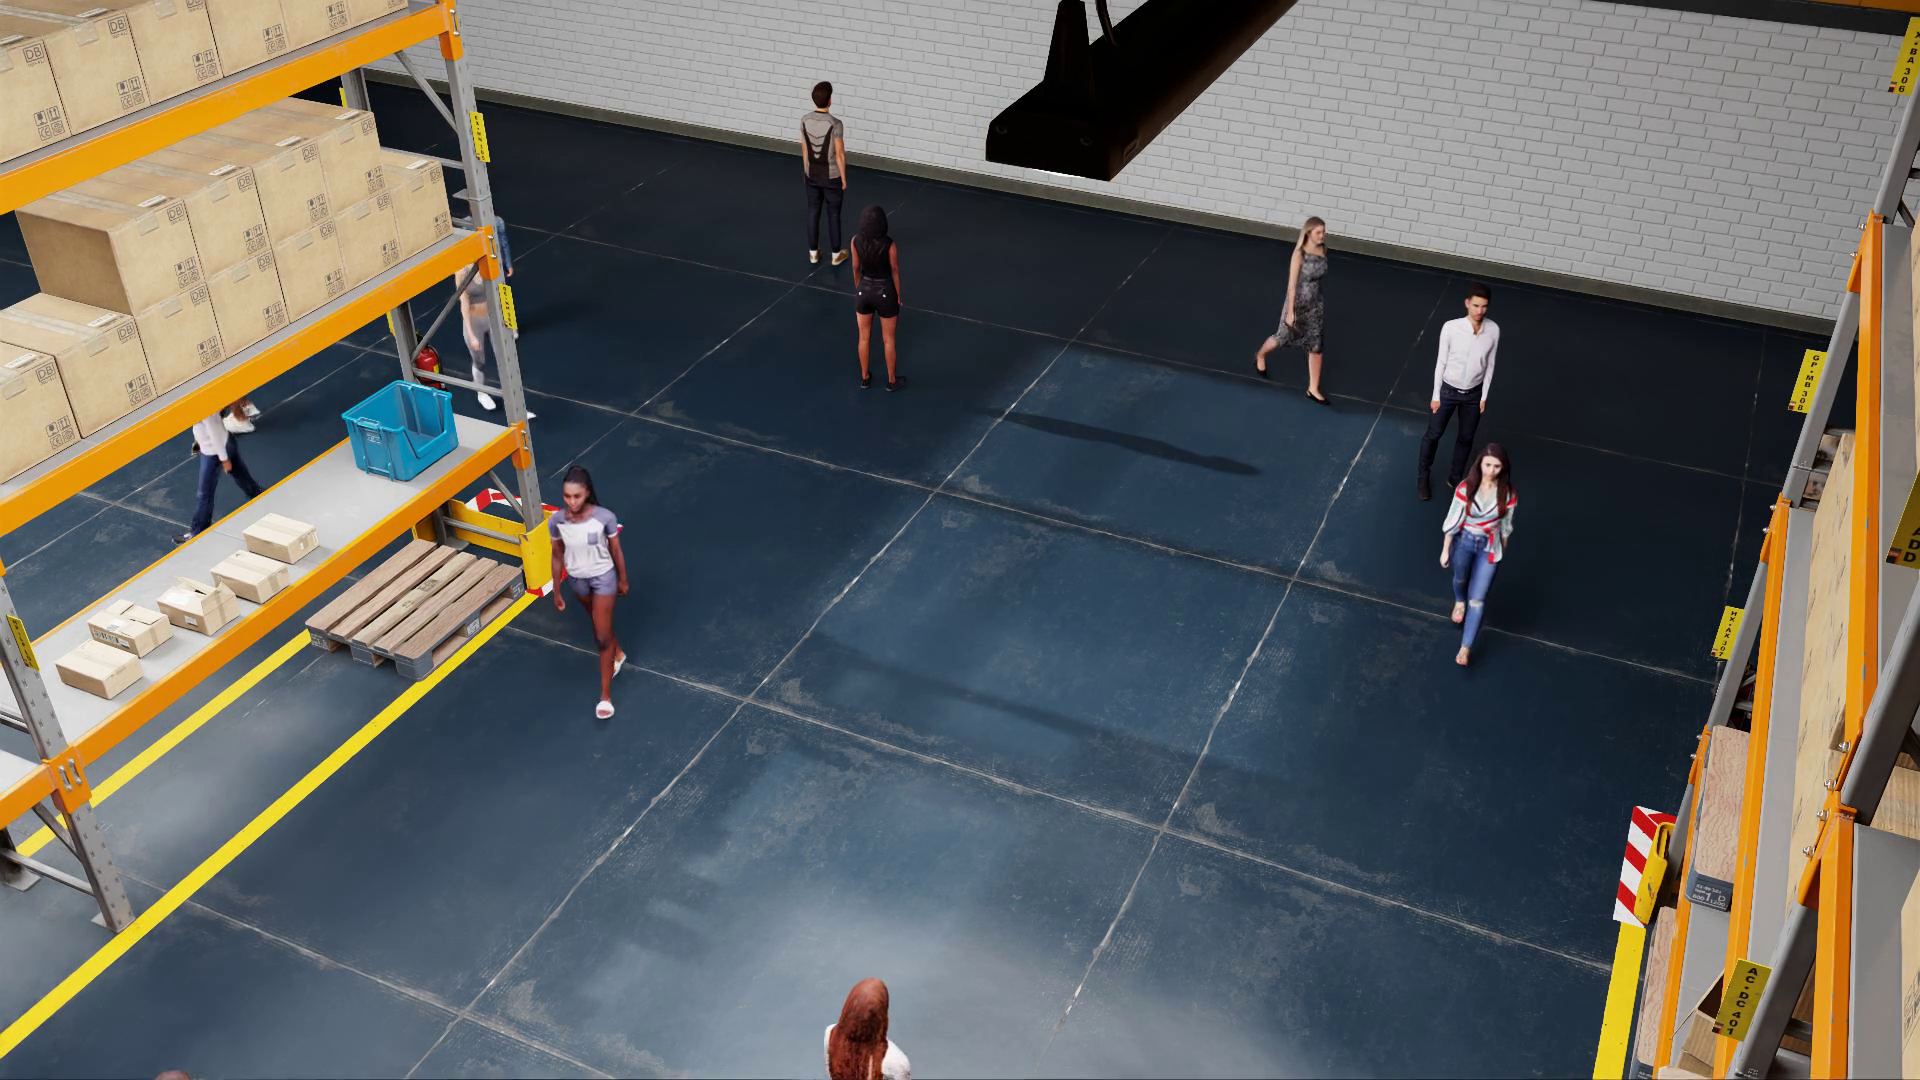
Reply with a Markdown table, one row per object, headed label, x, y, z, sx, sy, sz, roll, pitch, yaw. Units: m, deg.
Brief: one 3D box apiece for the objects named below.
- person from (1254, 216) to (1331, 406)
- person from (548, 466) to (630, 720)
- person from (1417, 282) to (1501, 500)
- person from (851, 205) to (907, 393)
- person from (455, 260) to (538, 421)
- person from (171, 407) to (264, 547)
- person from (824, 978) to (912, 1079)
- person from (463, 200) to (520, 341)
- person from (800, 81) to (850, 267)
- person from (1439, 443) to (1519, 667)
| label | x | y | z | sx | sy | sz | roll | pitch | yaw |
| --- | --- | --- | --- | --- | --- | --- | --- | --- | --- |
| person | 2.944 | -2.065 | 14.631 | 1.140 | 1.667 | 1.052 | -19 | 38 | -26 |
| person | -2.436 | 0.240 | 11.141 | 0.851 | 1.692 | 1.097 | 2 | 34 | 4 |
| person | 3.945 | -1.187 | 13.135 | 0.684 | 1.860 | 0.679 | 2 | 34 | 3 |
| person | -0.734 | -2.133 | 14.666 | 0.616 | 1.741 | 0.557 | 10 | 35 | 14 |
| person | -4.138 | -1.830 | 14.280 | 1.082 | 1.663 | 0.945 | -24 | 40 | -31 |
| person | -5.570 | -0.696 | 12.703 | 1.016 | 1.520 | 0.950 | -11 | 35 | -16 |
| person | -0.434 | 2.698 | 7.419 | 0.612 | 1.719 | 1.065 | 15 | 36 | 21 |
| person | -4.390 | -2.597 | 15.604 | 0.651 | 1.476 | 0.654 | -1 | 34 | -2 |
| person | -1.385 | -3.721 | 16.918 | 0.657 | 1.894 | 0.601 | 10 | 35 | 14 |
| person | 3.593 | 0.013 | 11.594 | 0.668 | 1.568 | 1.088 | 12 | 35 | 17 |
